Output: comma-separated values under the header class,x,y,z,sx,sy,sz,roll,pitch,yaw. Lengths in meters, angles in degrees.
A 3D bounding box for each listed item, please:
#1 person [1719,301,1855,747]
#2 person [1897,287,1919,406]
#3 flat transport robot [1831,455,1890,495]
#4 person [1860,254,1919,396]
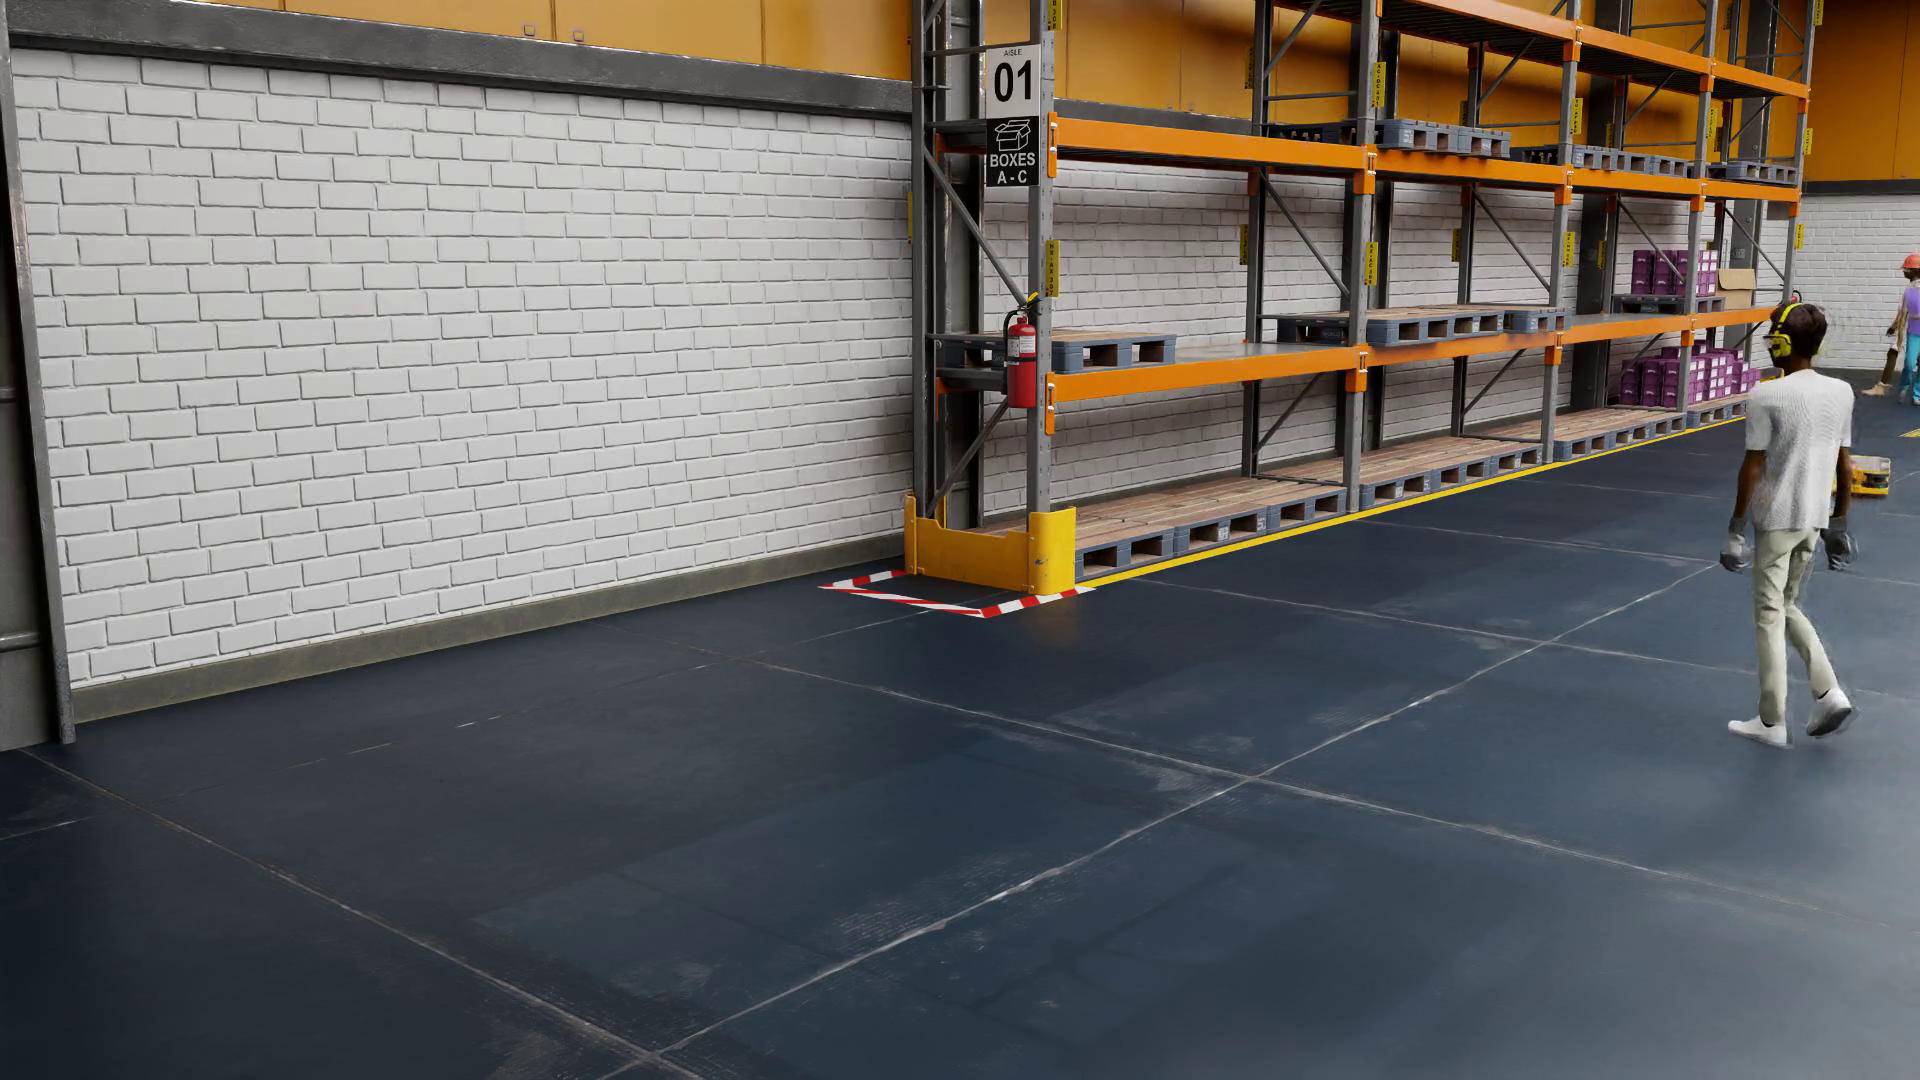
class,x,y,z,sx,sy,sz,roll,pitch,yaw
person,3.426,-0.049,6.887,0.509,1.858,0.432,-4,11,-20
person,12.692,-2.673,21.917,0.570,1.820,0.444,3,11,19
flat transport robot,7.708,-0.587,14.461,0.652,0.197,1.431,5,11,28
person,13.254,-2.984,23.222,1.009,1.992,0.605,5,11,28
